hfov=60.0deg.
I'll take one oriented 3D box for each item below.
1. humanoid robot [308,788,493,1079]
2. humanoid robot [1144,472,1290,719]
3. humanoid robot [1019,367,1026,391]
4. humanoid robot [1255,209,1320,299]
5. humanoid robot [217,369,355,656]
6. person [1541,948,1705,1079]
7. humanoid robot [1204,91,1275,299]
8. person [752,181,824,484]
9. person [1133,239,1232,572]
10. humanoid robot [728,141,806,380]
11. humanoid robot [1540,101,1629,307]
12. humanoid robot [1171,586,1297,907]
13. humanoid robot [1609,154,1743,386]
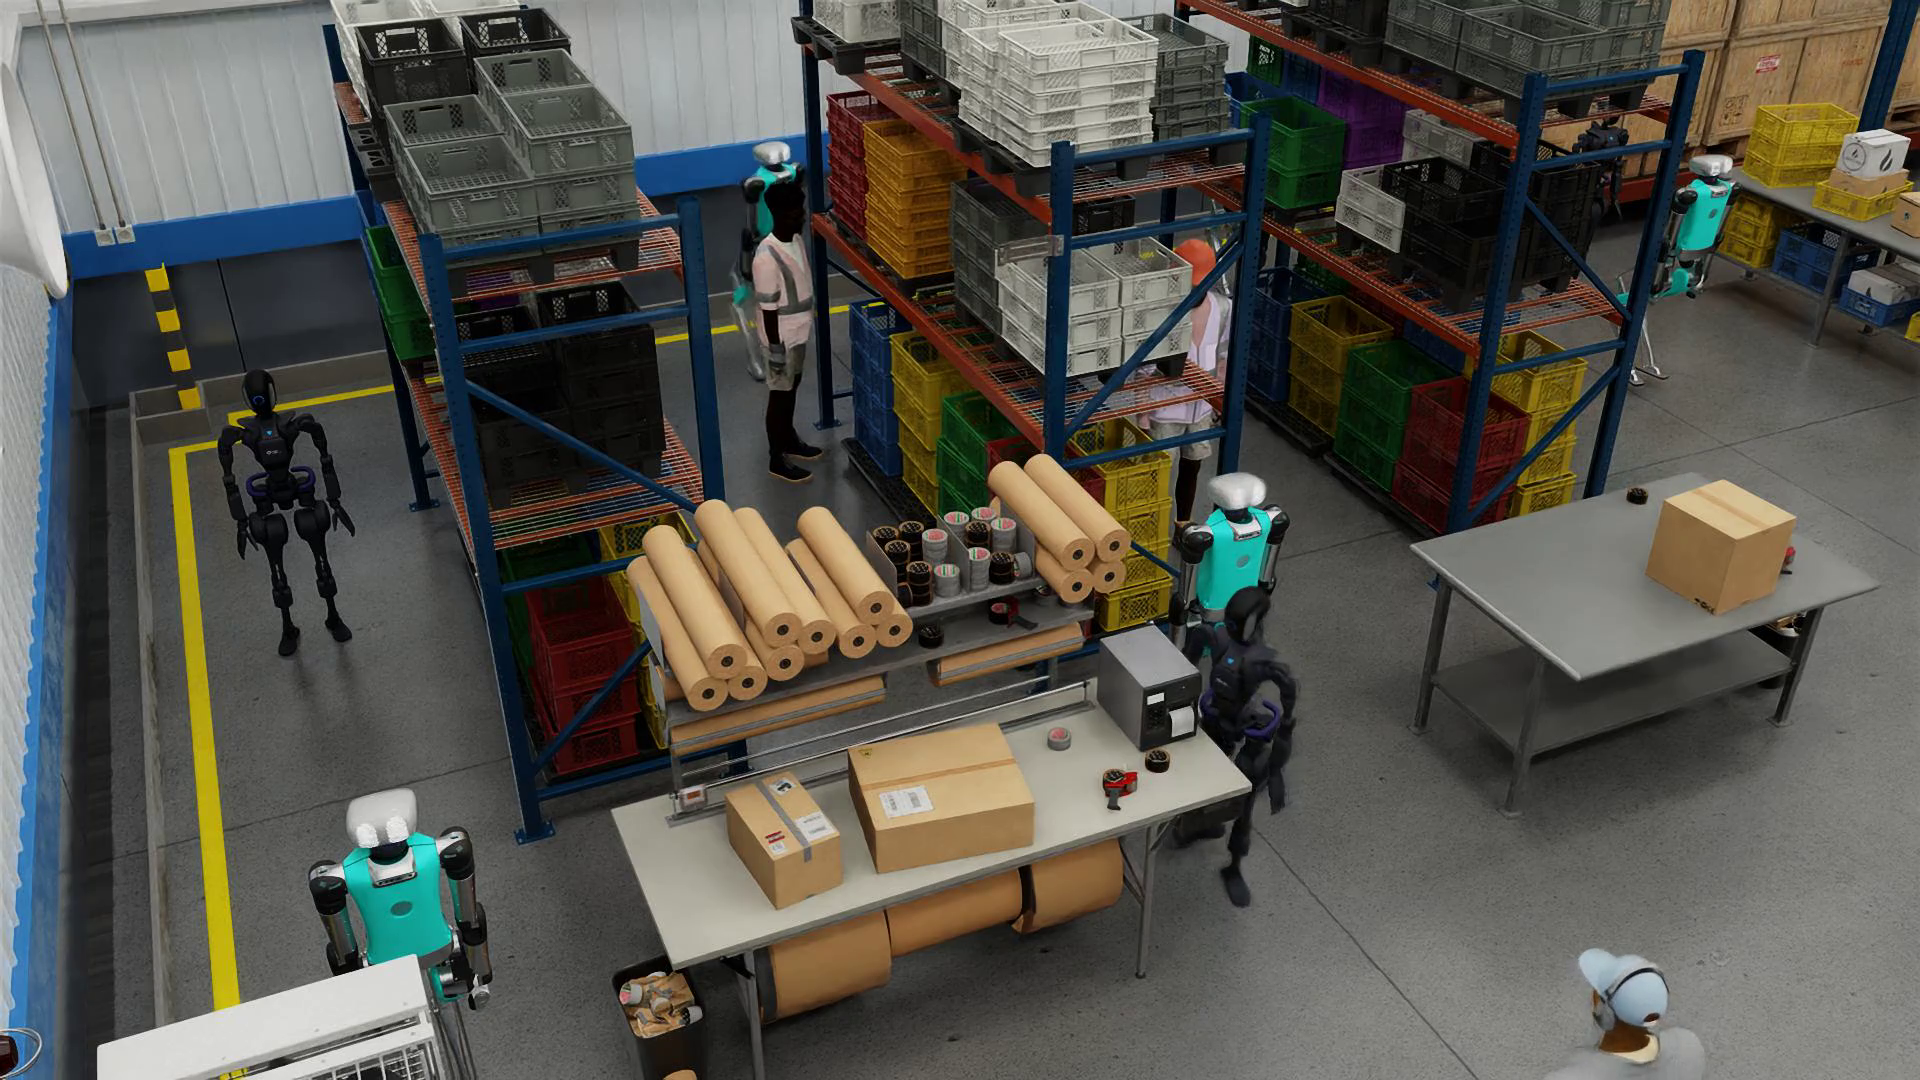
[{"bbox_3d":[-2.001,1.473,6.050,0.533,1.677,0.735,-13,34,-20],"label":"humanoid robot"},{"bbox_3d":[1.118,0.339,7.891,0.533,1.677,0.735,-13,34,-20],"label":"humanoid robot"},{"bbox_3d":[0.608,-1.861,11.633,0.599,1.659,0.315,-13,34,-20],"label":"humanoid robot"},{"bbox_3d":[2.539,-2.702,13.000,0.599,1.659,0.315,-13,34,-20],"label":"humanoid robot"},{"bbox_3d":[-3.571,-0.155,8.865,0.599,1.657,0.315,-13,34,-20],"label":"humanoid robot"},{"bbox_3d":[1.938,1.995,5.220,0.596,1.850,0.395,-12,34,-19],"label":"person"},{"bbox_3d":[2.180,-2.732,12.883,0.531,1.670,0.748,-13,34,-20],"label":"humanoid robot"},{"bbox_3d":[-1.088,-1.319,10.494,0.366,1.964,0.608,6,32,10],"label":"person"},{"bbox_3d":[1.273,-0.747,9.495,0.612,2.043,0.371,-13,34,-20],"label":"person"},{"bbox_3d":[-1.478,-2.004,11.832,0.790,1.784,0.537,23,38,32],"label":"humanoid robot"},{"bbox_3d":[4.872,-2.634,12.890,0.599,1.657,0.315,-13,34,-20],"label":"humanoid robot"},{"bbox_3d":[1.204,0.851,7.251,0.624,1.648,0.435,24,39,34],"label":"humanoid robot"},{"bbox_3d":[4.869,-1.925,11.568,0.533,1.677,0.735,-13,34,-20],"label":"humanoid robot"}]
